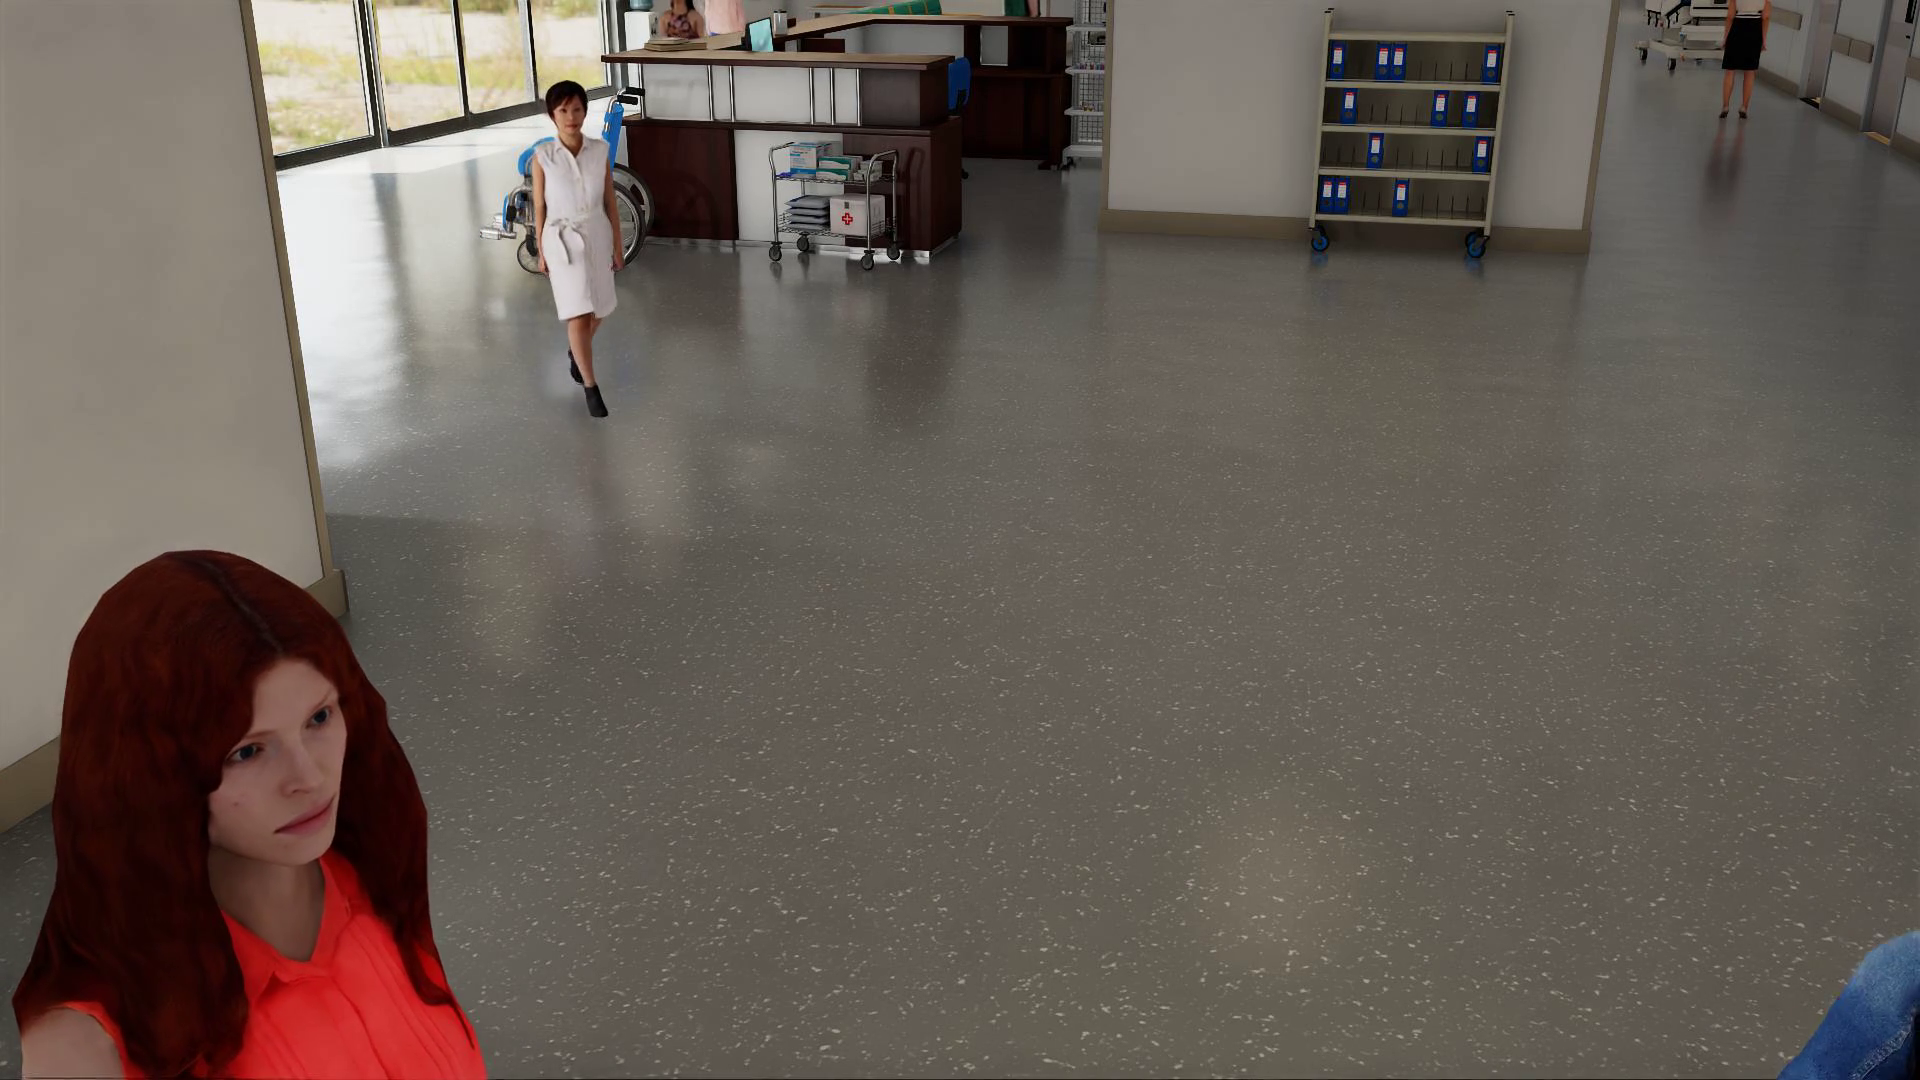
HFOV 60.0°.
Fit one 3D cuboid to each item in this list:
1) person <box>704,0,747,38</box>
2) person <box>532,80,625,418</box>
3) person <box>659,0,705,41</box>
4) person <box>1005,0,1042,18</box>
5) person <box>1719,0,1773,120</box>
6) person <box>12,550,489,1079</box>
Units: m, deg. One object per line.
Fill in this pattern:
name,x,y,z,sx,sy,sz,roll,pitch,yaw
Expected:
person,-2.755,-5.915,19.552,0.510,1.768,0.730,3,21,8
person,-1.829,-1.385,7.933,0.971,1.526,1.007,-11,23,-26
person,-2.346,-3.976,14.462,0.803,1.746,0.702,6,22,16
person,0.726,-5.669,18.796,0.794,1.842,0.696,-17,27,-38
person,9.016,-5.742,19.111,0.518,1.755,0.727,9,23,23
person,-0.596,0.865,1.569,0.559,1.826,0.624,8,22,21
